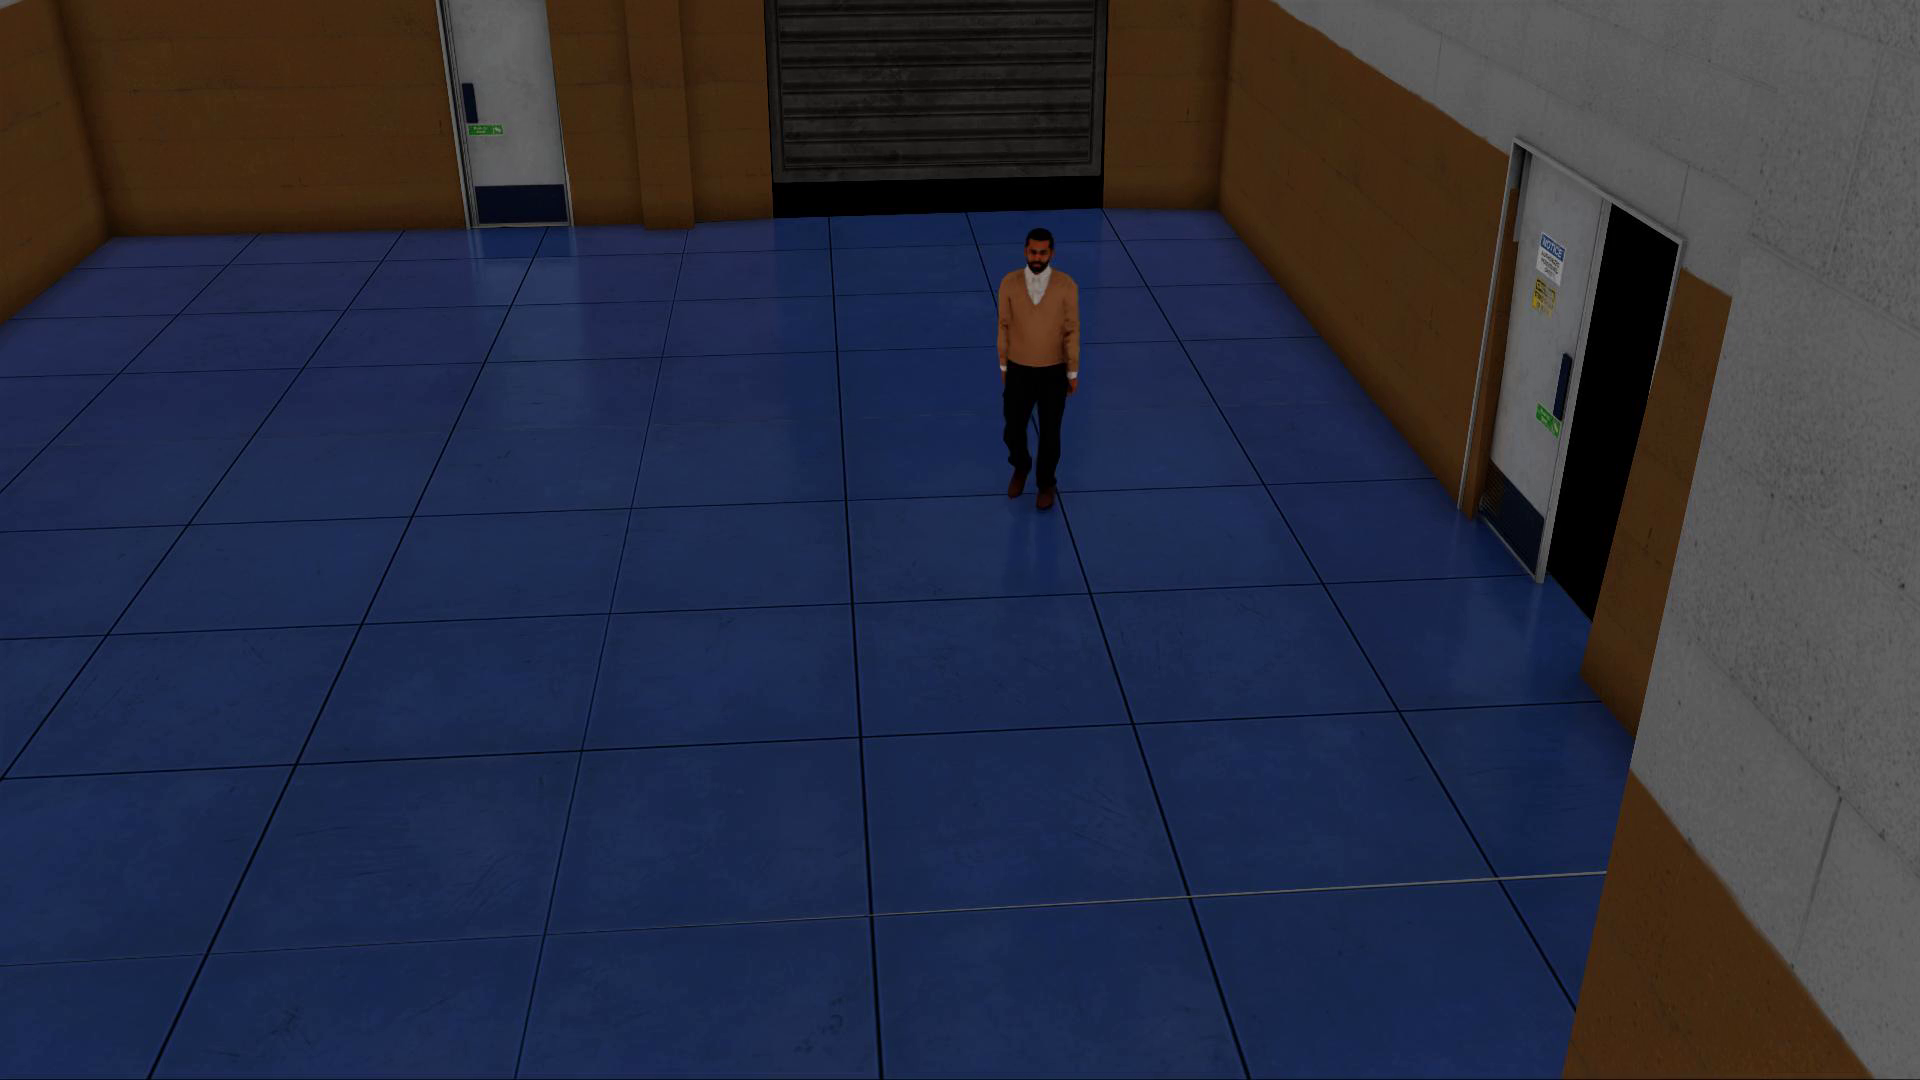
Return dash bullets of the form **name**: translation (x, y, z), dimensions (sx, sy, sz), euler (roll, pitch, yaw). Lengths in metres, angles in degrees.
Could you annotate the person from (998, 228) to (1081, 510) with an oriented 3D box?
- **person**: translation (0.487, -1.056, 10.077), dimensions (0.644, 1.738, 0.779), euler (3, 27, 7)
